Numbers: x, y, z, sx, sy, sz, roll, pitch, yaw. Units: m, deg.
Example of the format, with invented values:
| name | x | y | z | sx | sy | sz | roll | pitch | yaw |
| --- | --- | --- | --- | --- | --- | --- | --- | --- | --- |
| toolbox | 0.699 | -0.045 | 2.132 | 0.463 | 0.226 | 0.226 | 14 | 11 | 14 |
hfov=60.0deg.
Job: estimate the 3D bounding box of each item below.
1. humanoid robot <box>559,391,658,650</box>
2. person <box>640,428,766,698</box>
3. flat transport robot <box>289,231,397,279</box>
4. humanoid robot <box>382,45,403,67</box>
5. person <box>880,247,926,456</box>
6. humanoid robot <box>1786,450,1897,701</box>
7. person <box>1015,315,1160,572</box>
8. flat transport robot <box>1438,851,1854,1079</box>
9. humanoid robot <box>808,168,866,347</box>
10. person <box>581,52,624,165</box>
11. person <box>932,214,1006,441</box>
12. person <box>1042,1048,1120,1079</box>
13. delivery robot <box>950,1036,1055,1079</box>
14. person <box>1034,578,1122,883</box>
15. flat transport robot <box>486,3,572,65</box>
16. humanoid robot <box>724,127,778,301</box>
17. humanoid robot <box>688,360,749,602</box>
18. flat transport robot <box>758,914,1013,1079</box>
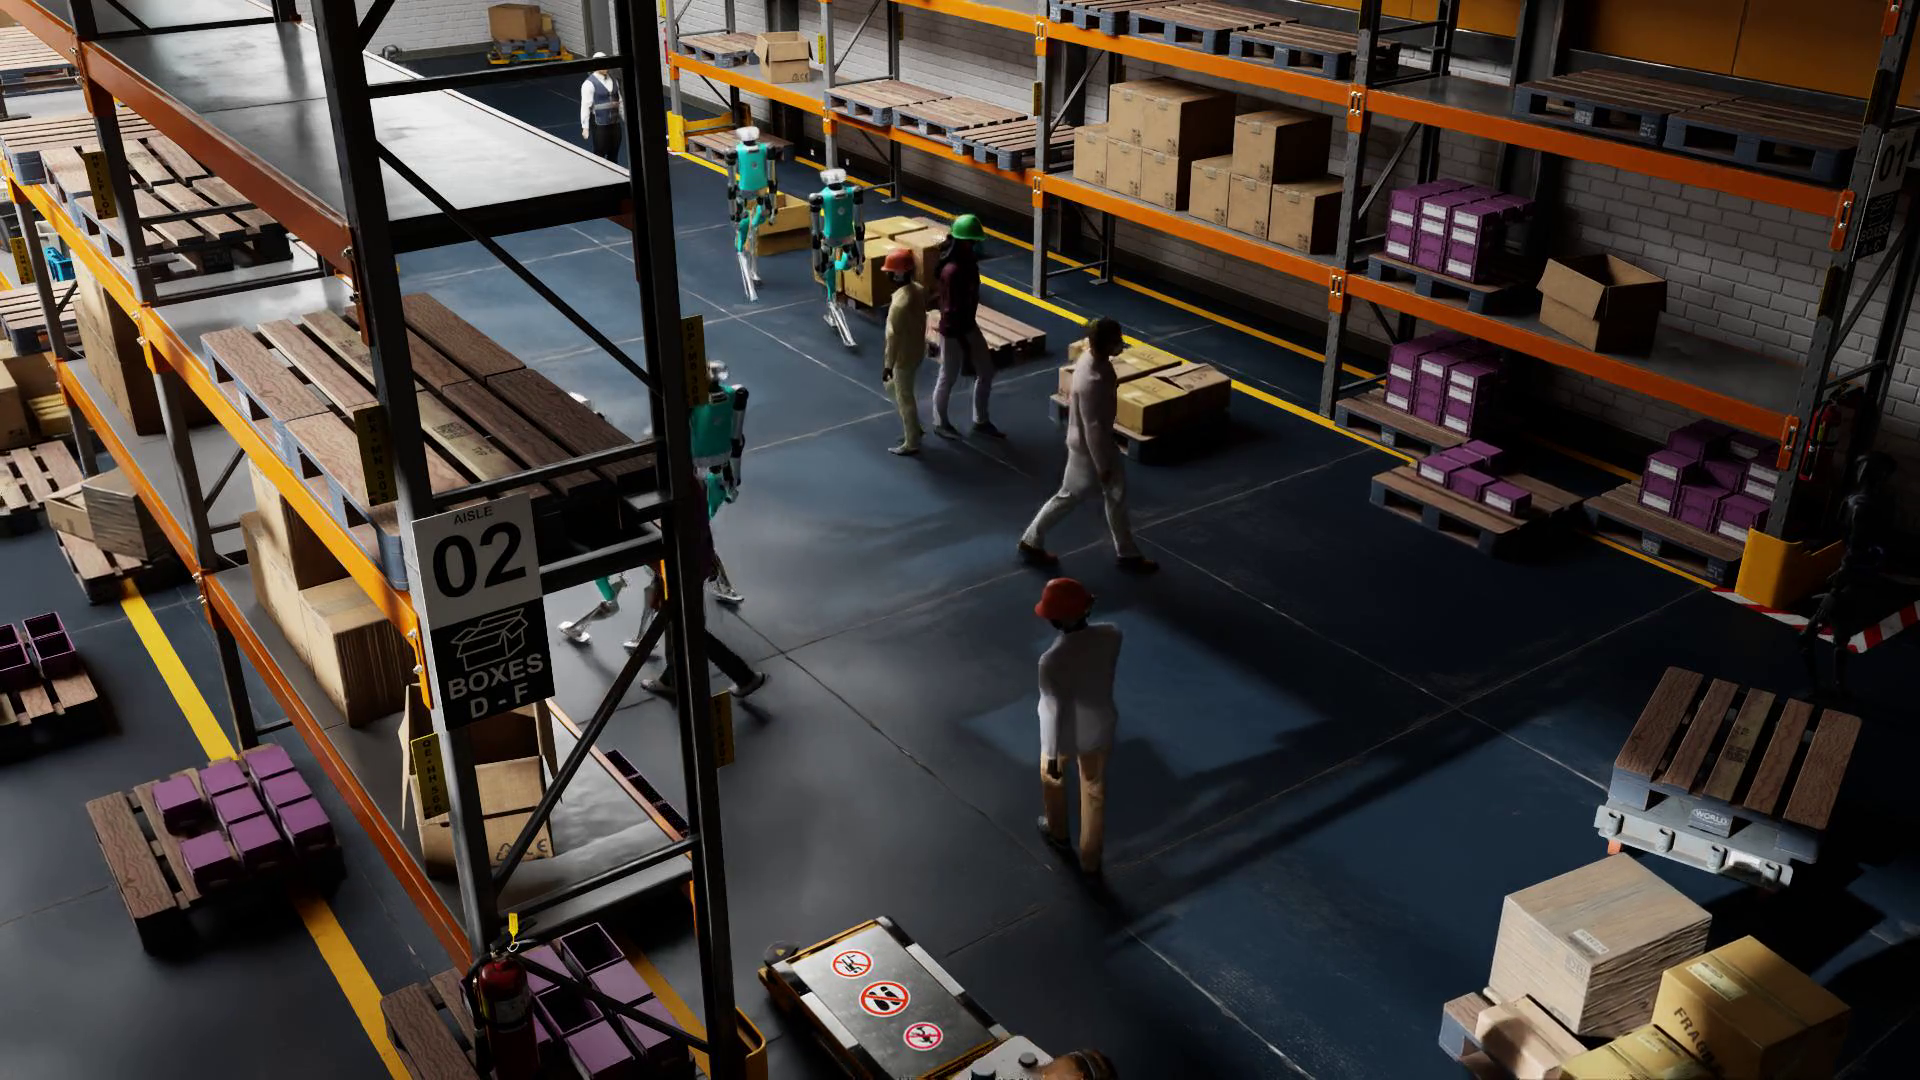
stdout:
| name | x | y | z | sx | sy | sz | roll | pitch | yaw |
| --- | --- | --- | --- | --- | --- | --- | --- | --- | --- |
| humanoid robot | -2.180 | -0.045 | 10.466 | 0.934 | 1.759 | 0.529 | 14 | 30 | 26 |
| person | -1.592 | 0.184 | 9.909 | 0.778 | 1.811 | 0.532 | 8 | 28 | 15 |
| flat transport robot | -6.845 | -3.017 | 17.988 | 1.431 | 0.231 | 0.659 | 15 | 31 | 28 |
| humanoid robot | -7.233 | -5.562 | 21.545 | 0.792 | 1.636 | 0.605 | -14 | 30 | -25 |
| person | -0.472 | -1.490 | 13.319 | 0.395 | 1.736 | 0.564 | 5 | 27 | 11 |
| humanoid robot | 5.331 | 0.229 | 9.964 | 0.369 | 1.644 | 0.589 | 16 | 31 | 29 |
| person | 0.877 | -0.657 | 11.500 | 1.016 | 1.895 | 0.634 | 7 | 27 | 13 |
| flat transport robot | 2.763 | 2.461 | 7.092 | 1.431 | 0.231 | 0.659 | -13 | 29 | -24 |
| humanoid robot | -1.219 | -2.695 | 15.757 | 0.562 | 1.749 | 1.062 | -12 | 29 | -23 |
| person | -4.378 | -5.113 | 20.499 | 0.429 | 1.758 | 0.747 | 19 | 32 | 32 |
| person | 0.082 | -1.690 | 13.511 | 0.759 | 1.926 | 0.498 | 15 | 30 | 27 |
| person | 0.264 | 2.435 | 5.436 | 0.643 | 1.805 | 0.521 | 15 | 31 | 28 |
| delivery robot | 0.093 | 2.401 | 6.883 | 0.764 | 0.586 | 0.499 | -23 | 34 | -38 |
| person | 0.561 | 0.928 | 8.526 | 0.533 | 1.717 | 0.619 | -11 | 29 | -21 |
| flat transport robot | -7.404 | -8.392 | 28.680 | 1.431 | 0.231 | 0.659 | -10 | 28 | -19 |
| humanoid robot | -2.186 | -3.409 | 17.168 | 0.544 | 1.793 | 0.854 | -11 | 29 | -22 |
| humanoid robot | -1.827 | -0.454 | 11.300 | 0.561 | 1.754 | 1.042 | -20 | 33 | -34 |
| flat transport robot | -0.289 | 2.216 | 7.580 | 0.659 | 0.231 | 1.431 | -18 | 32 | -31 |
